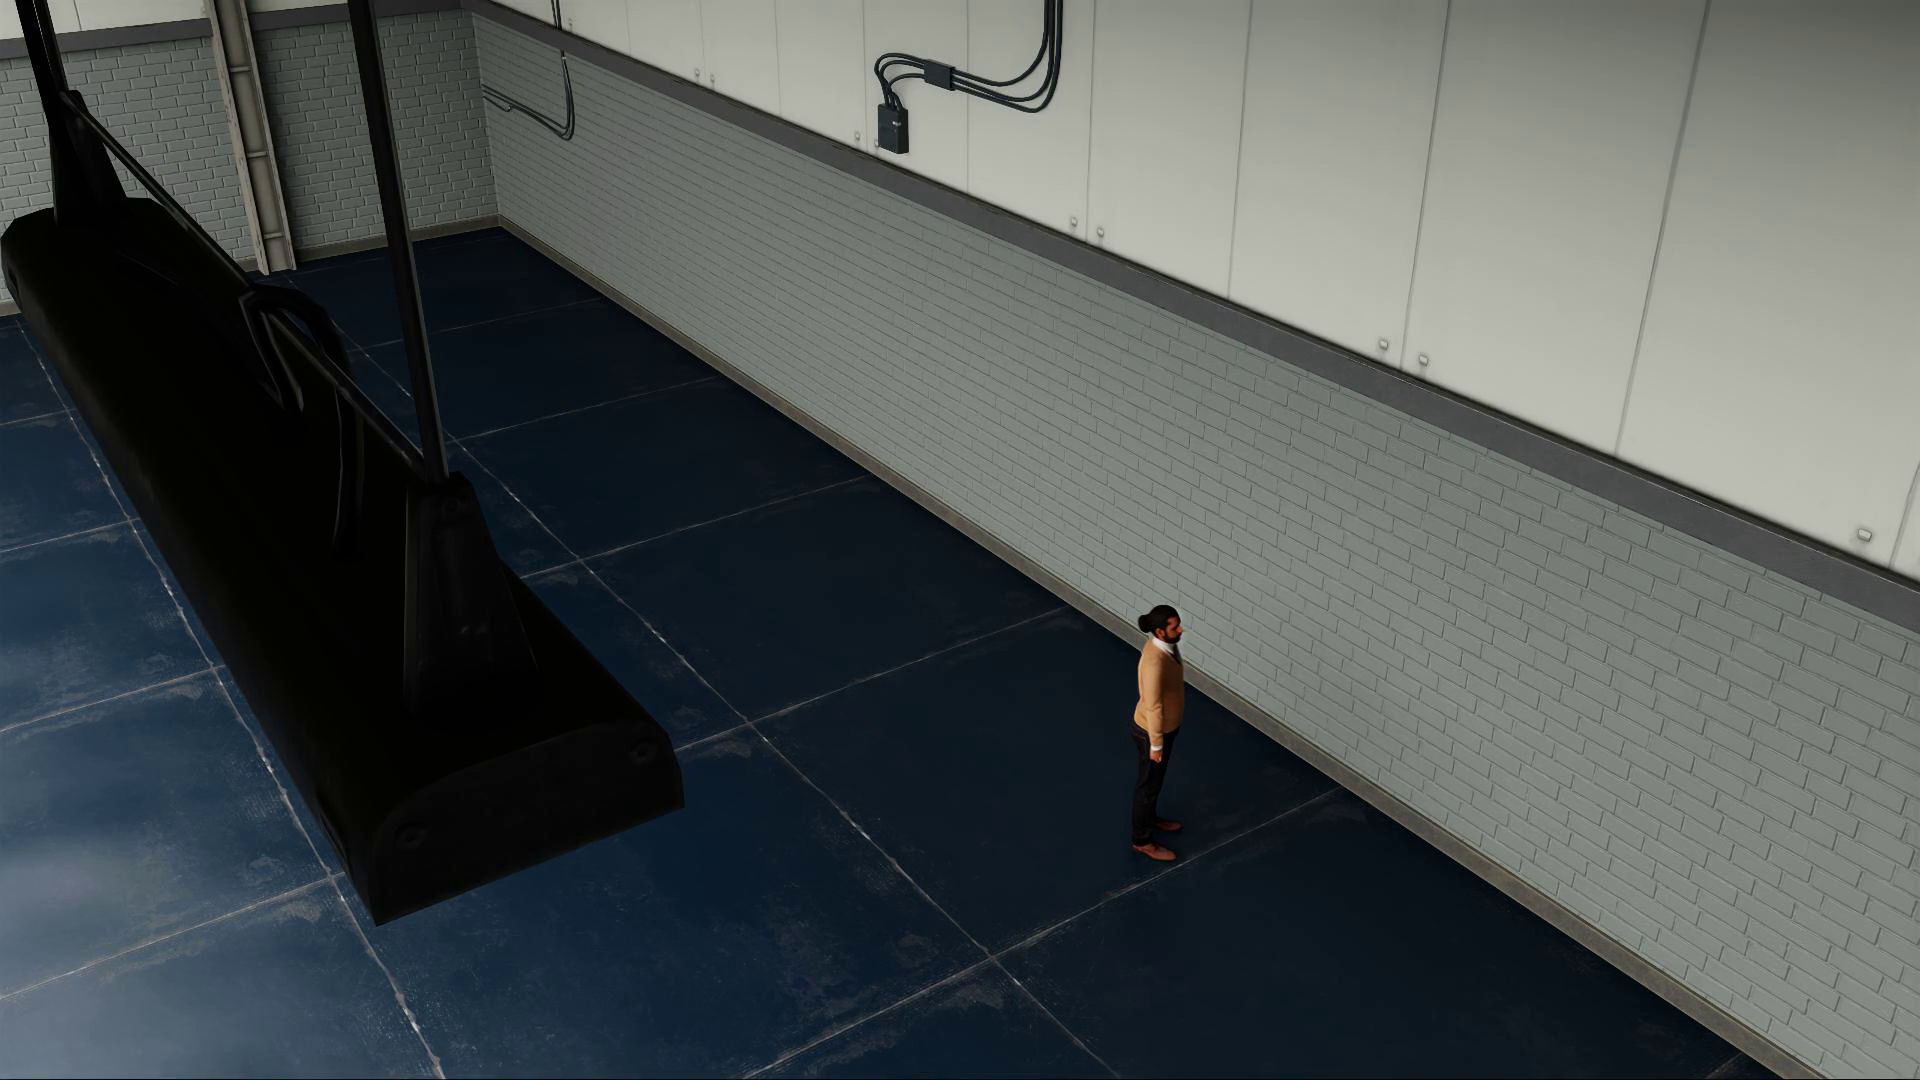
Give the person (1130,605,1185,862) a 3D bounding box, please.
[{"bbox_3d":[1.239,1.178,10.458,0.815,1.754,0.742,7,29,12],"label":"person"}]
